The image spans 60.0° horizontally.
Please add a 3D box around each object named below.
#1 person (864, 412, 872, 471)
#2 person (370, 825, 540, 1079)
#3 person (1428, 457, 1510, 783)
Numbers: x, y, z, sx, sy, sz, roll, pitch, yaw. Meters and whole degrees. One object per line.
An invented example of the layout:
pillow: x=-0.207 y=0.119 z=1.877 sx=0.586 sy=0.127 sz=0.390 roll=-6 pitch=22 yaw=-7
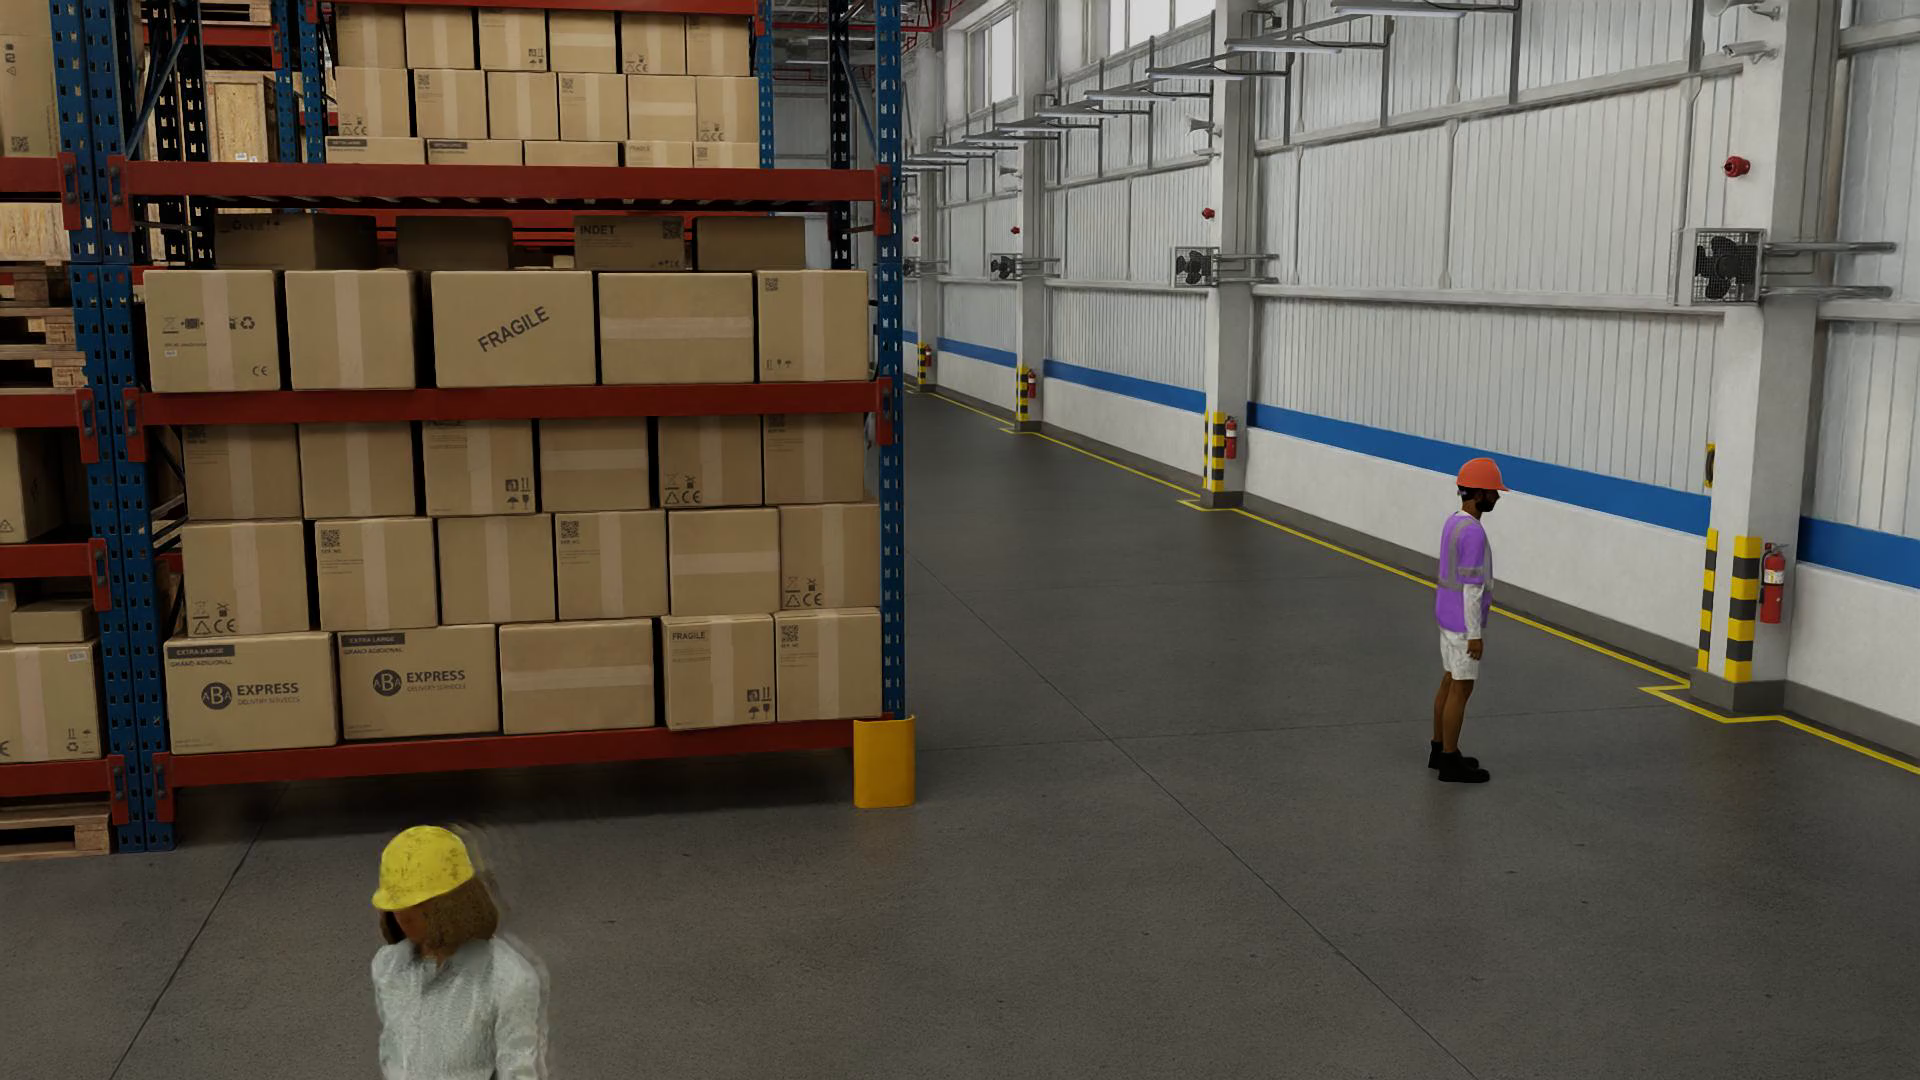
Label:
person: x=-1.411 y=-1.317 z=21.054 sx=0.606 sy=1.817 sz=0.627 roll=0 pitch=9 yaw=-2
person: x=-1.211 y=1.502 z=4.186 sx=0.488 sy=1.715 sz=0.753 roll=3 pitch=10 yaw=17
person: x=3.009 y=0.473 z=9.834 sx=0.390 sy=1.930 sz=0.541 roll=1 pitch=9 yaw=8
